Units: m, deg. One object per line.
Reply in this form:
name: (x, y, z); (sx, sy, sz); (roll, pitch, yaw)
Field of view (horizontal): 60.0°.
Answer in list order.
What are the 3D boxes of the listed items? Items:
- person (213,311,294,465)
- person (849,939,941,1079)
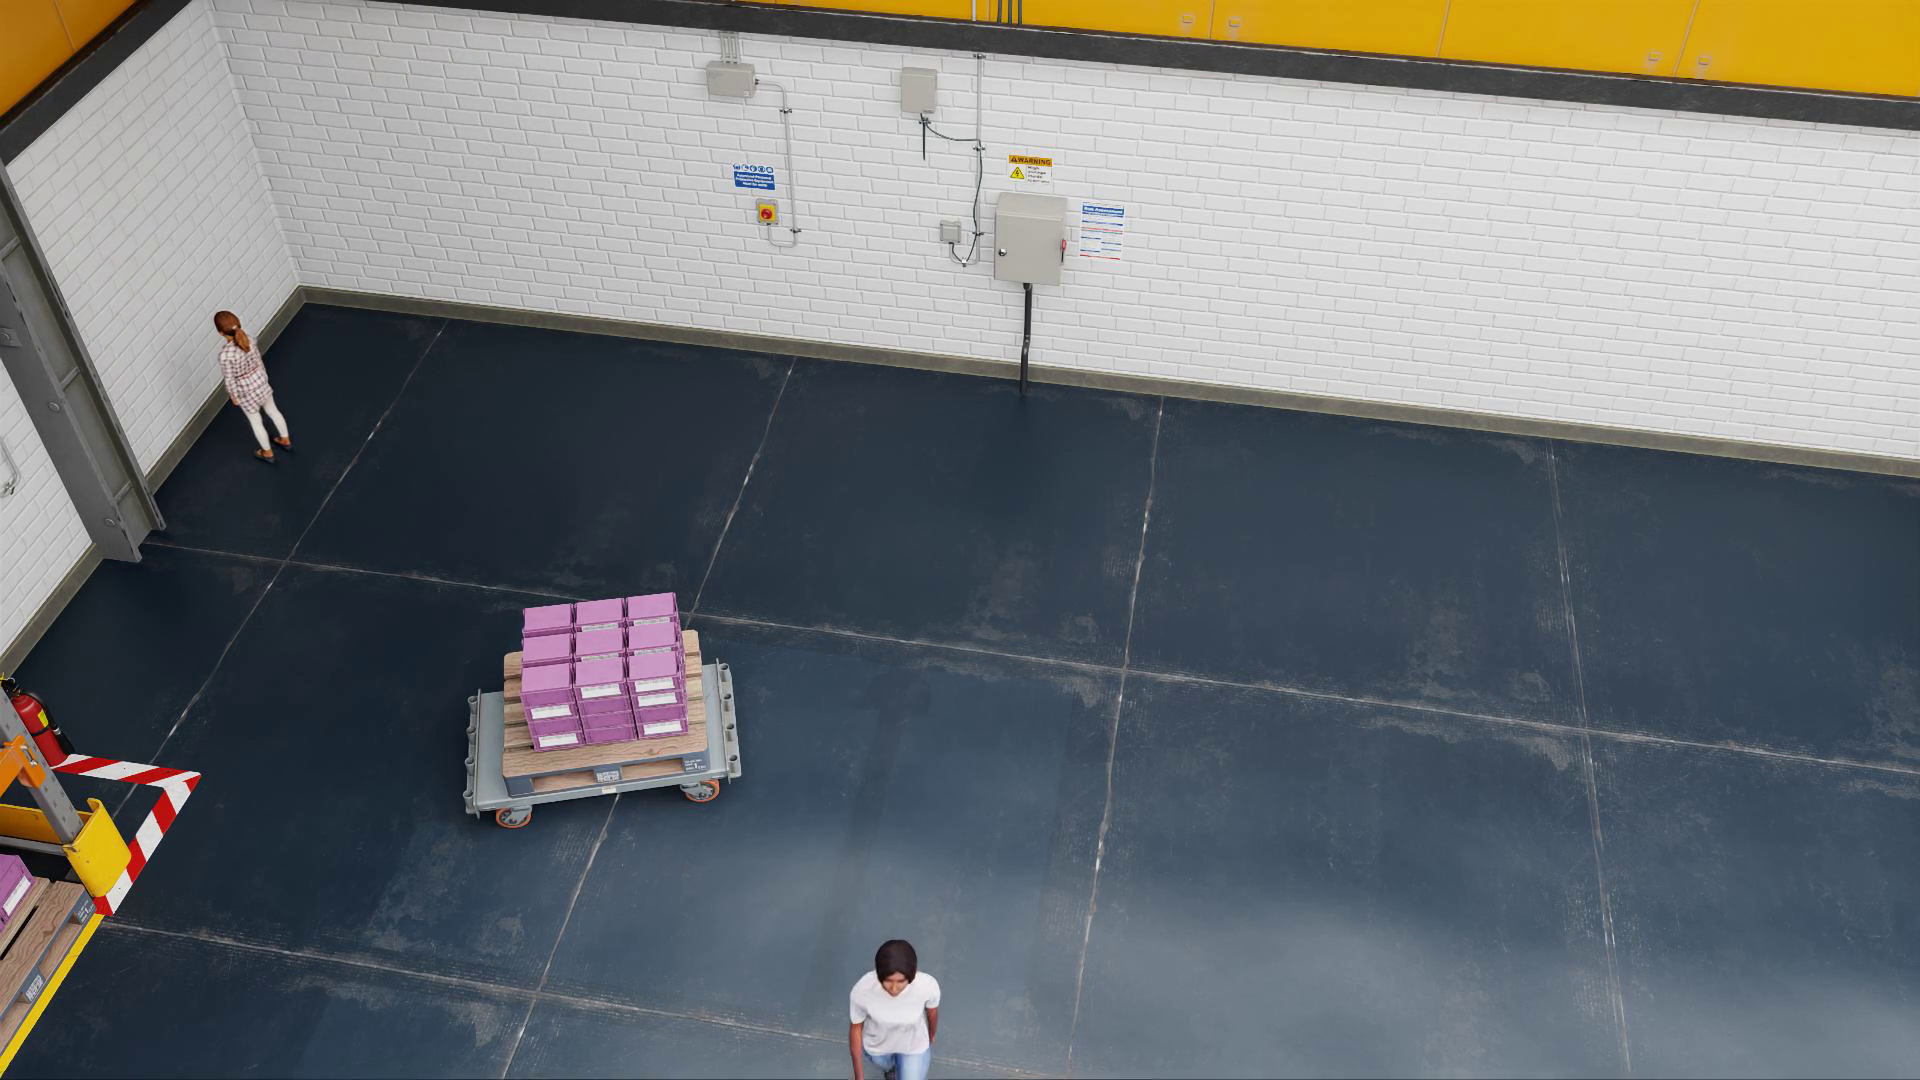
person: (-5.227, -1.136, 12.263); (0.635, 1.310, 0.526); (19, 47, 19)
person: (-0.326, 2.430, 8.248); (0.717, 1.684, 1.153); (0, 44, 0)
